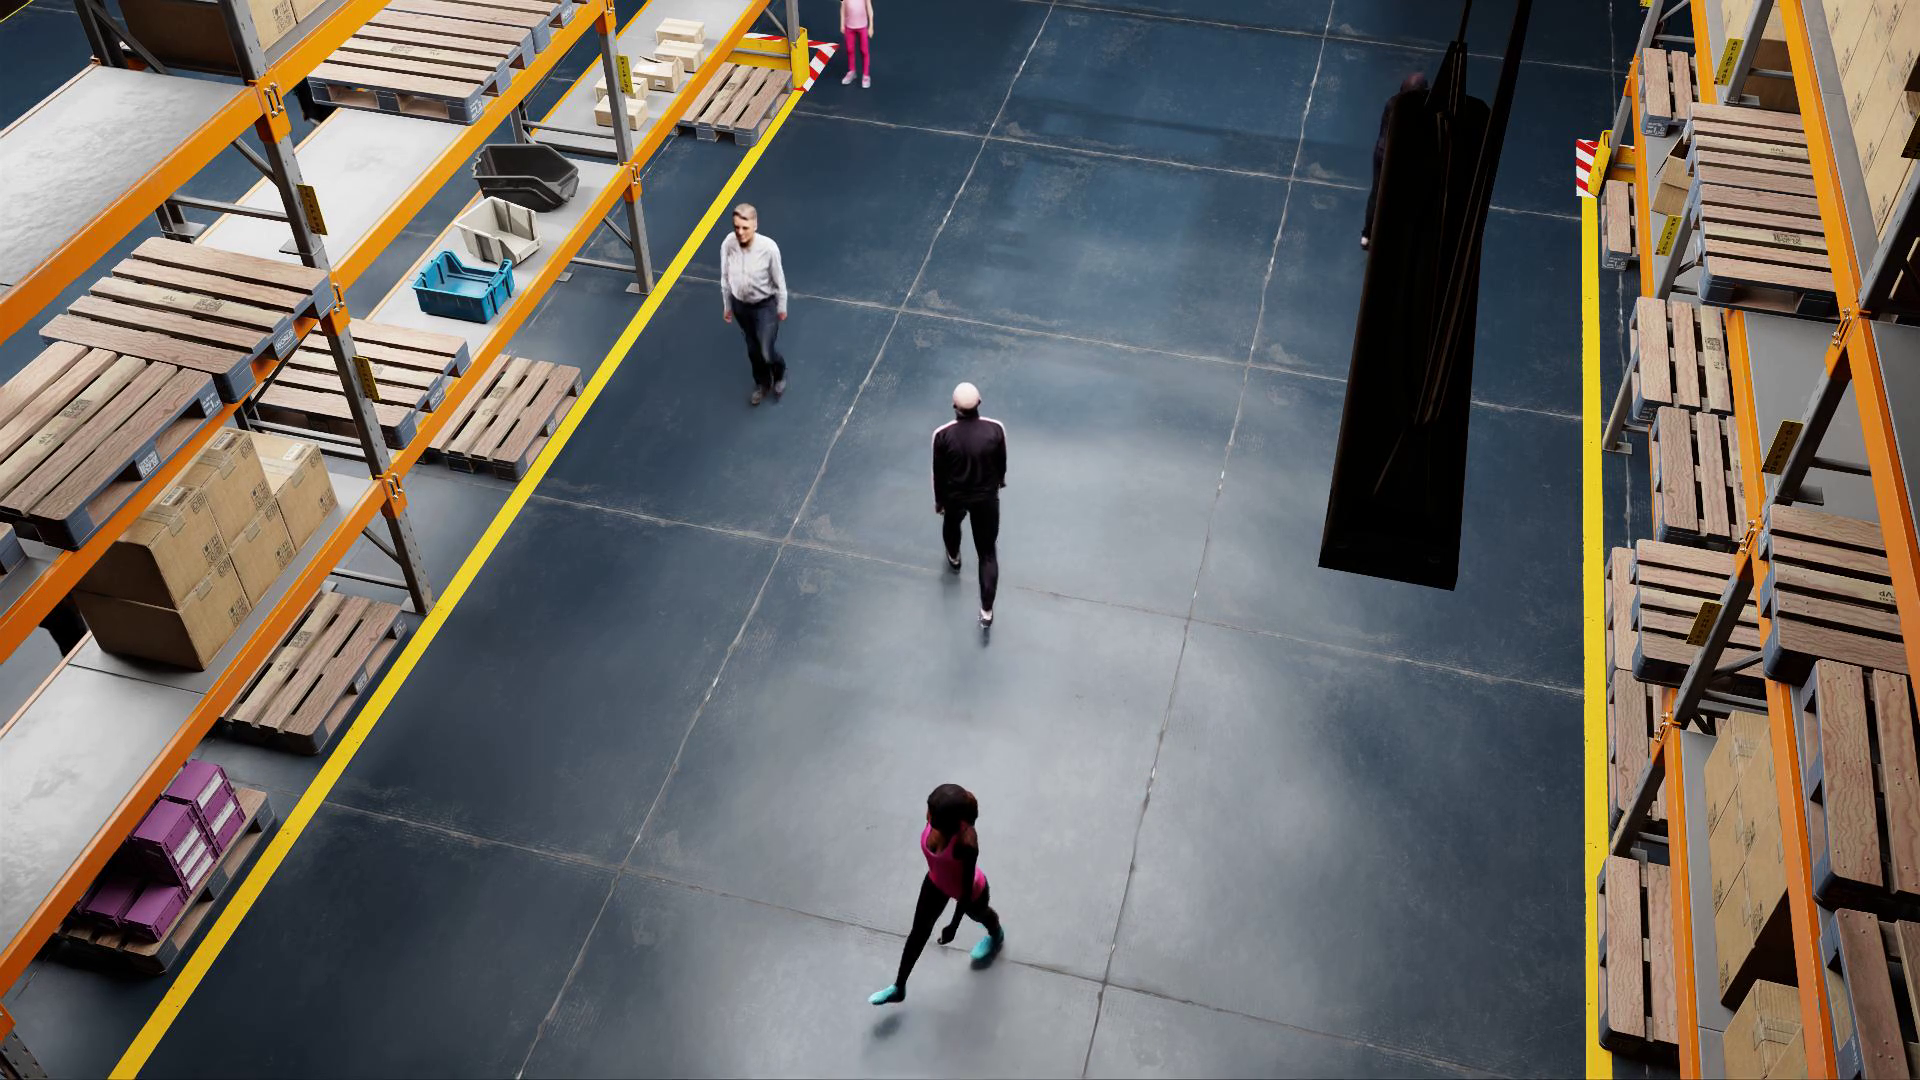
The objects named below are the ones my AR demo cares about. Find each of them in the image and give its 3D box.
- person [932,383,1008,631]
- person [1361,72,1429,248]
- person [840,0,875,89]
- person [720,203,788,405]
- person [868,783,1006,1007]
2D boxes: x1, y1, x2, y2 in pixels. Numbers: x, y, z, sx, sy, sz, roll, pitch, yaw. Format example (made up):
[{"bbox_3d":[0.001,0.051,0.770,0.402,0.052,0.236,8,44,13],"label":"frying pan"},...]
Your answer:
[{"bbox_3d":[0.094,-0.209,11.171,0.916,1.793,1.286,-1,44,-2],"label":"person"},{"bbox_3d":[3.778,-3.284,14.560,0.964,1.571,1.169,31,52,28],"label":"person"},{"bbox_3d":[-1.050,-5.235,16.823,0.515,1.273,0.550,9,44,10],"label":"person"},{"bbox_3d":[-1.564,-1.878,12.912,0.672,1.809,0.683,14,45,14],"label":"person"},{"bbox_3d":[0.059,1.863,9.089,1.209,1.664,0.960,-34,53,-31],"label":"person"}]
